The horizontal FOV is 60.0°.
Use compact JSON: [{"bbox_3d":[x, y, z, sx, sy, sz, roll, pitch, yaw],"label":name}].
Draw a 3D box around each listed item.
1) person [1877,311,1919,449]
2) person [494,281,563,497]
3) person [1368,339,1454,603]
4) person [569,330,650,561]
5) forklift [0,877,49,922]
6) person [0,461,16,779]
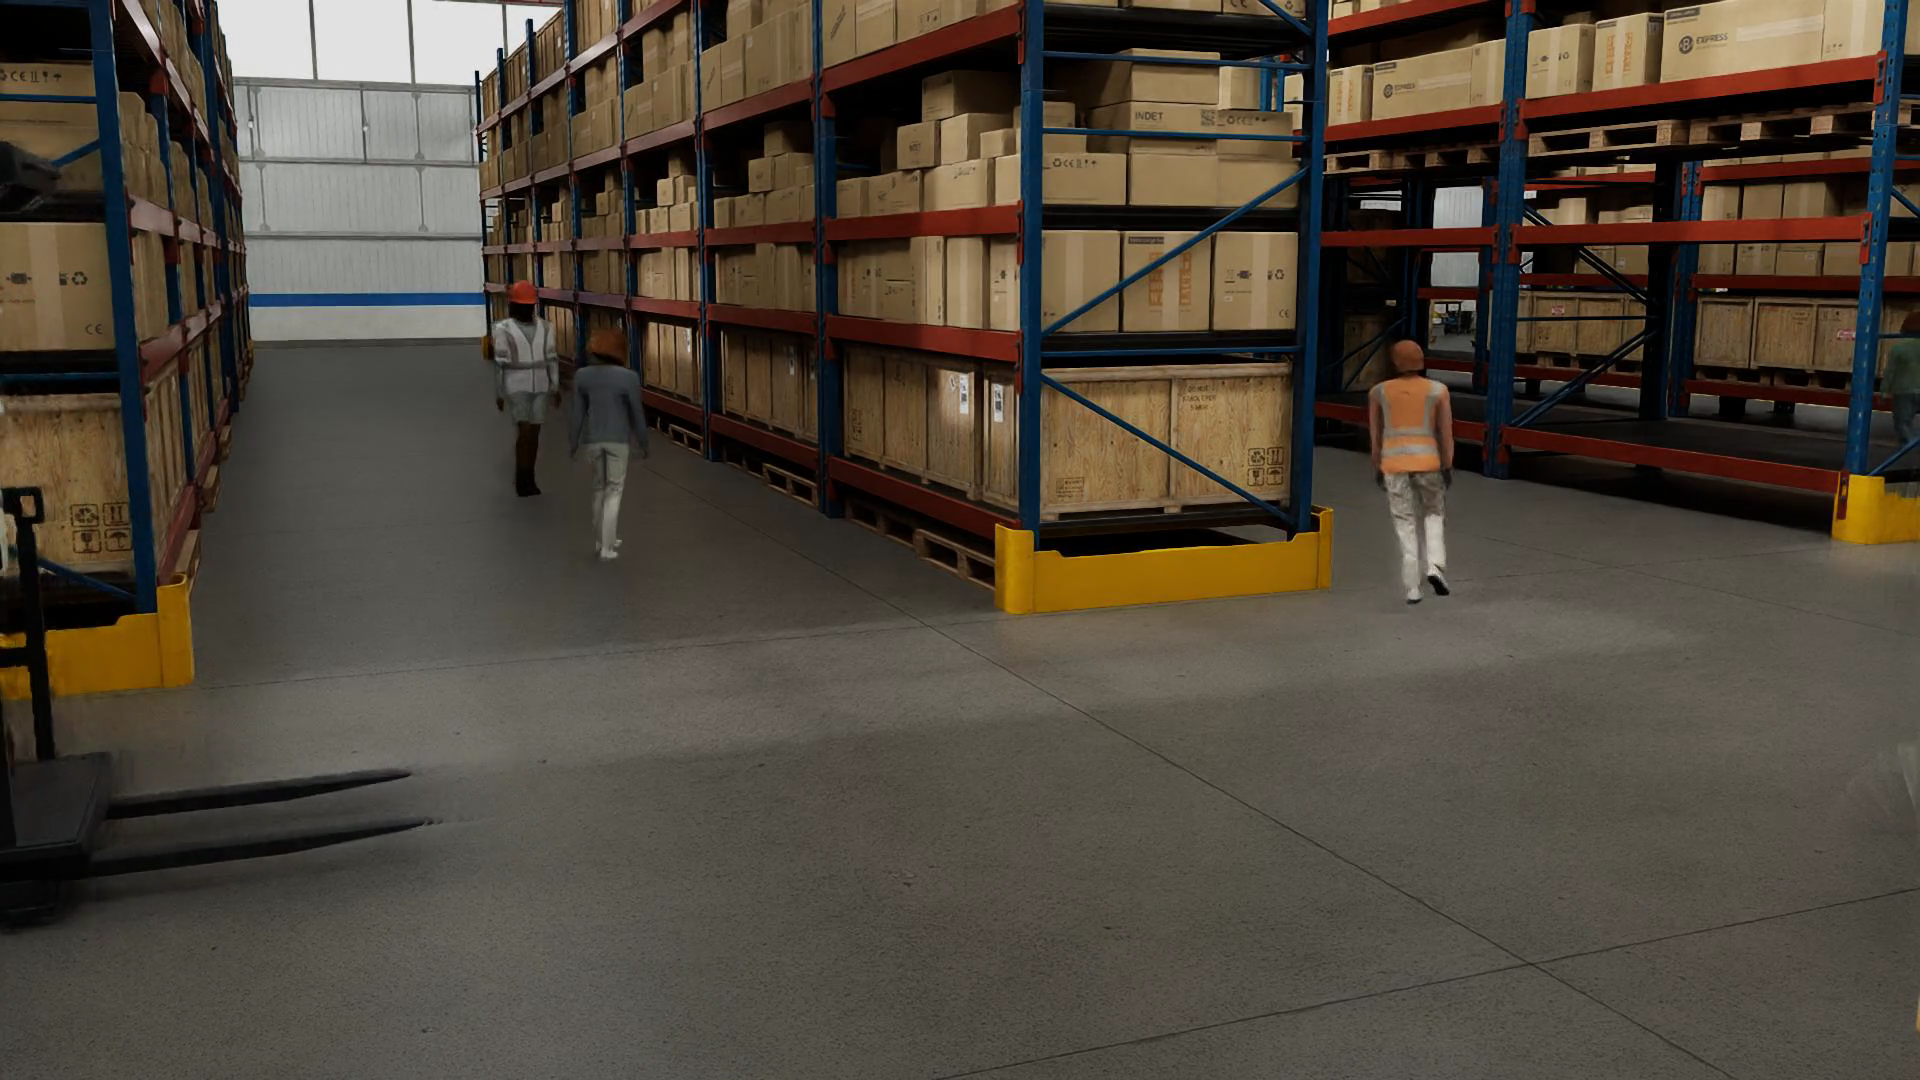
[{"bbox_3d":[9.253,-1.415,16.150,0.501,1.604,0.747,-1,10,-7],"label":"person"},{"bbox_3d":[-3.808,-1.331,14.749,0.540,1.911,0.592,-7,12,-36],"label":"person"},{"bbox_3d":[2.755,-0.421,10.181,0.543,1.605,0.465,3,10,17],"label":"person"},{"bbox_3d":[-2.445,-0.672,11.702,0.552,1.600,0.641,2,10,14],"label":"person"},{"bbox_3d":[-3.928,-0.209,5.112,1.873,2.768,1.129,-4,10,-22],"label":"forklift"},{"bbox_3d":[-3.606,0.115,5.719,0.686,2.024,0.636,-2,10,-13],"label":"person"}]
